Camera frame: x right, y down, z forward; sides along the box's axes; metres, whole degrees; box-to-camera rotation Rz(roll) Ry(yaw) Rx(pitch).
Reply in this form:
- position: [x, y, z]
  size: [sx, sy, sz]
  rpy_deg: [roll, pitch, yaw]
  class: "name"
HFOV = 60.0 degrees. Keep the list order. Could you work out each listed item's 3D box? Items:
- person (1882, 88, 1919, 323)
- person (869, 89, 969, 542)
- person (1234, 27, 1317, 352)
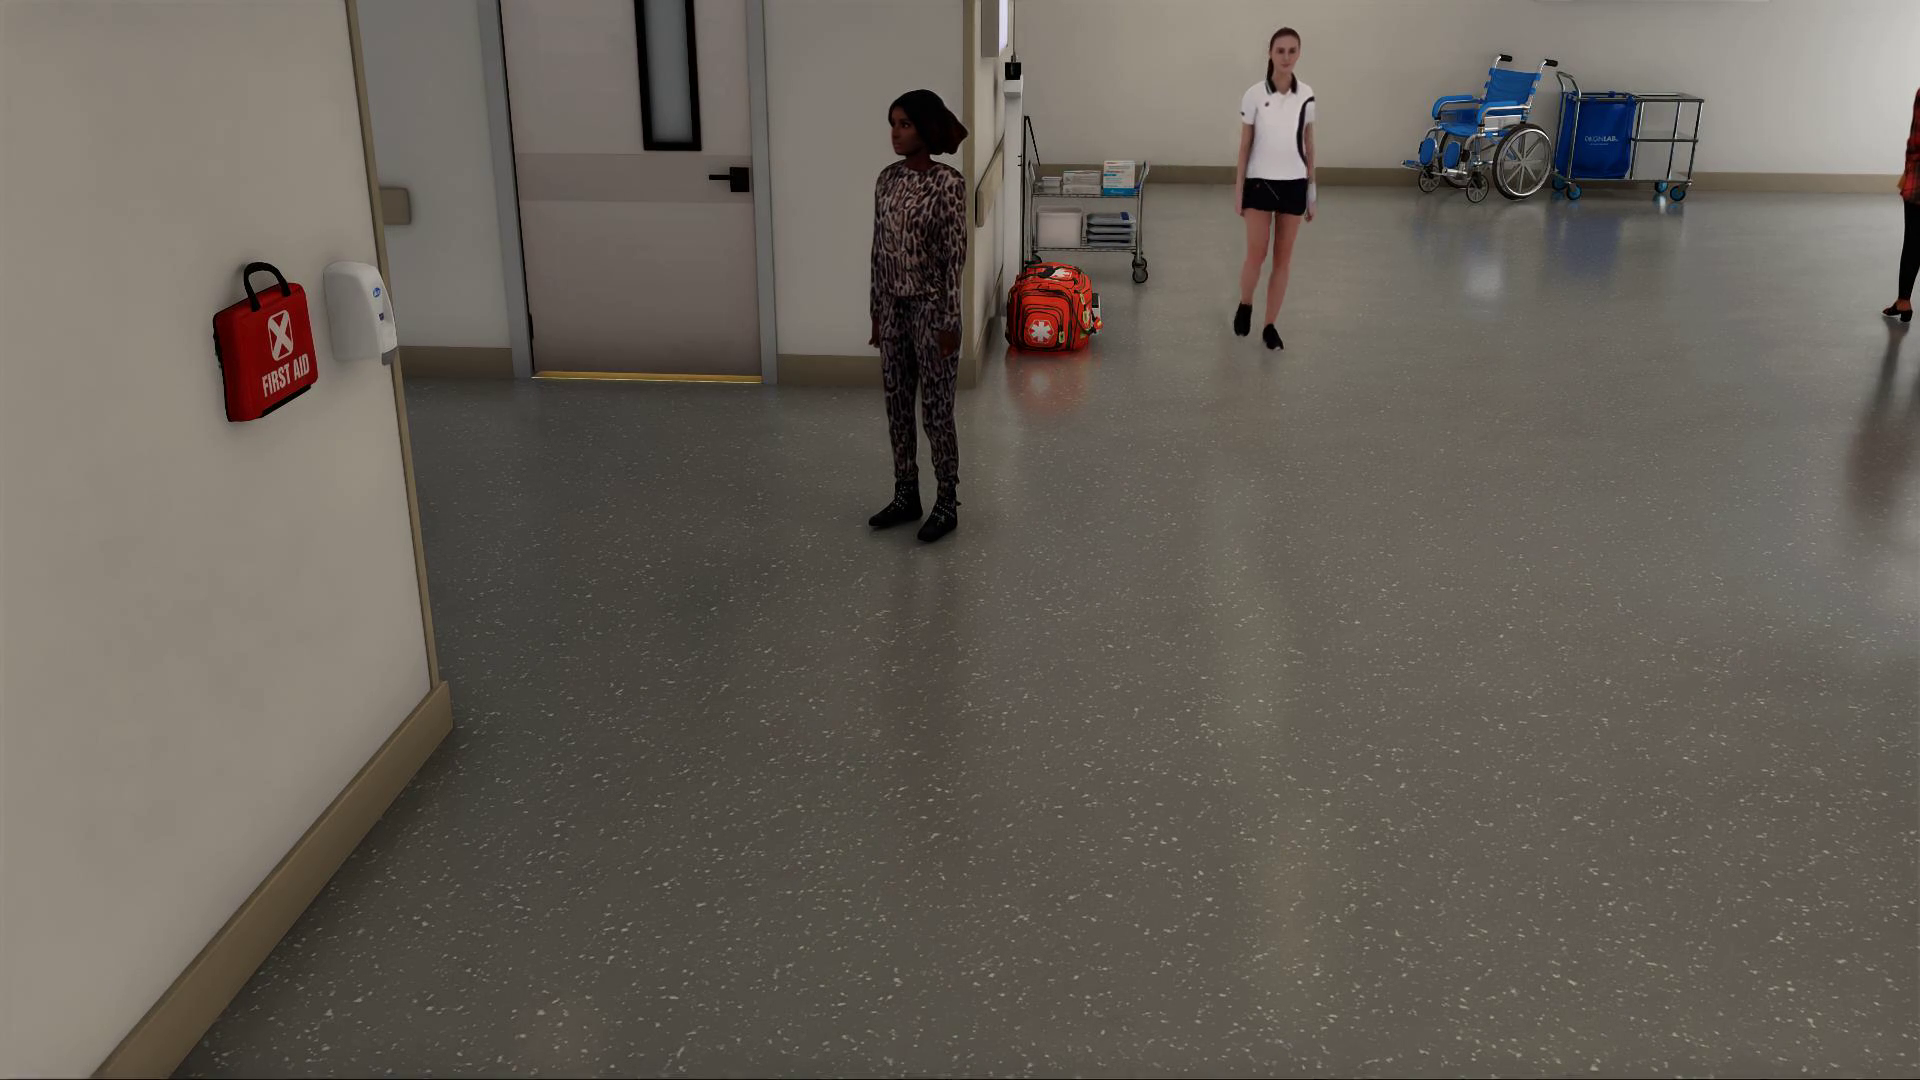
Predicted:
- position: [5.808, -2.148, 9.838]
  size: [0.622, 1.702, 0.570]
  rpy_deg: [4, 21, 10]
  class: "person"
- position: [-0.154, -0.848, 6.389]
  size: [0.680, 1.714, 0.720]
  rpy_deg: [17, 26, 37]
  class: "person"
- position: [1.732, -1.932, 9.214]
  size: [0.634, 1.740, 0.700]
  rpy_deg: [-2, 21, -5]
  class: "person"
